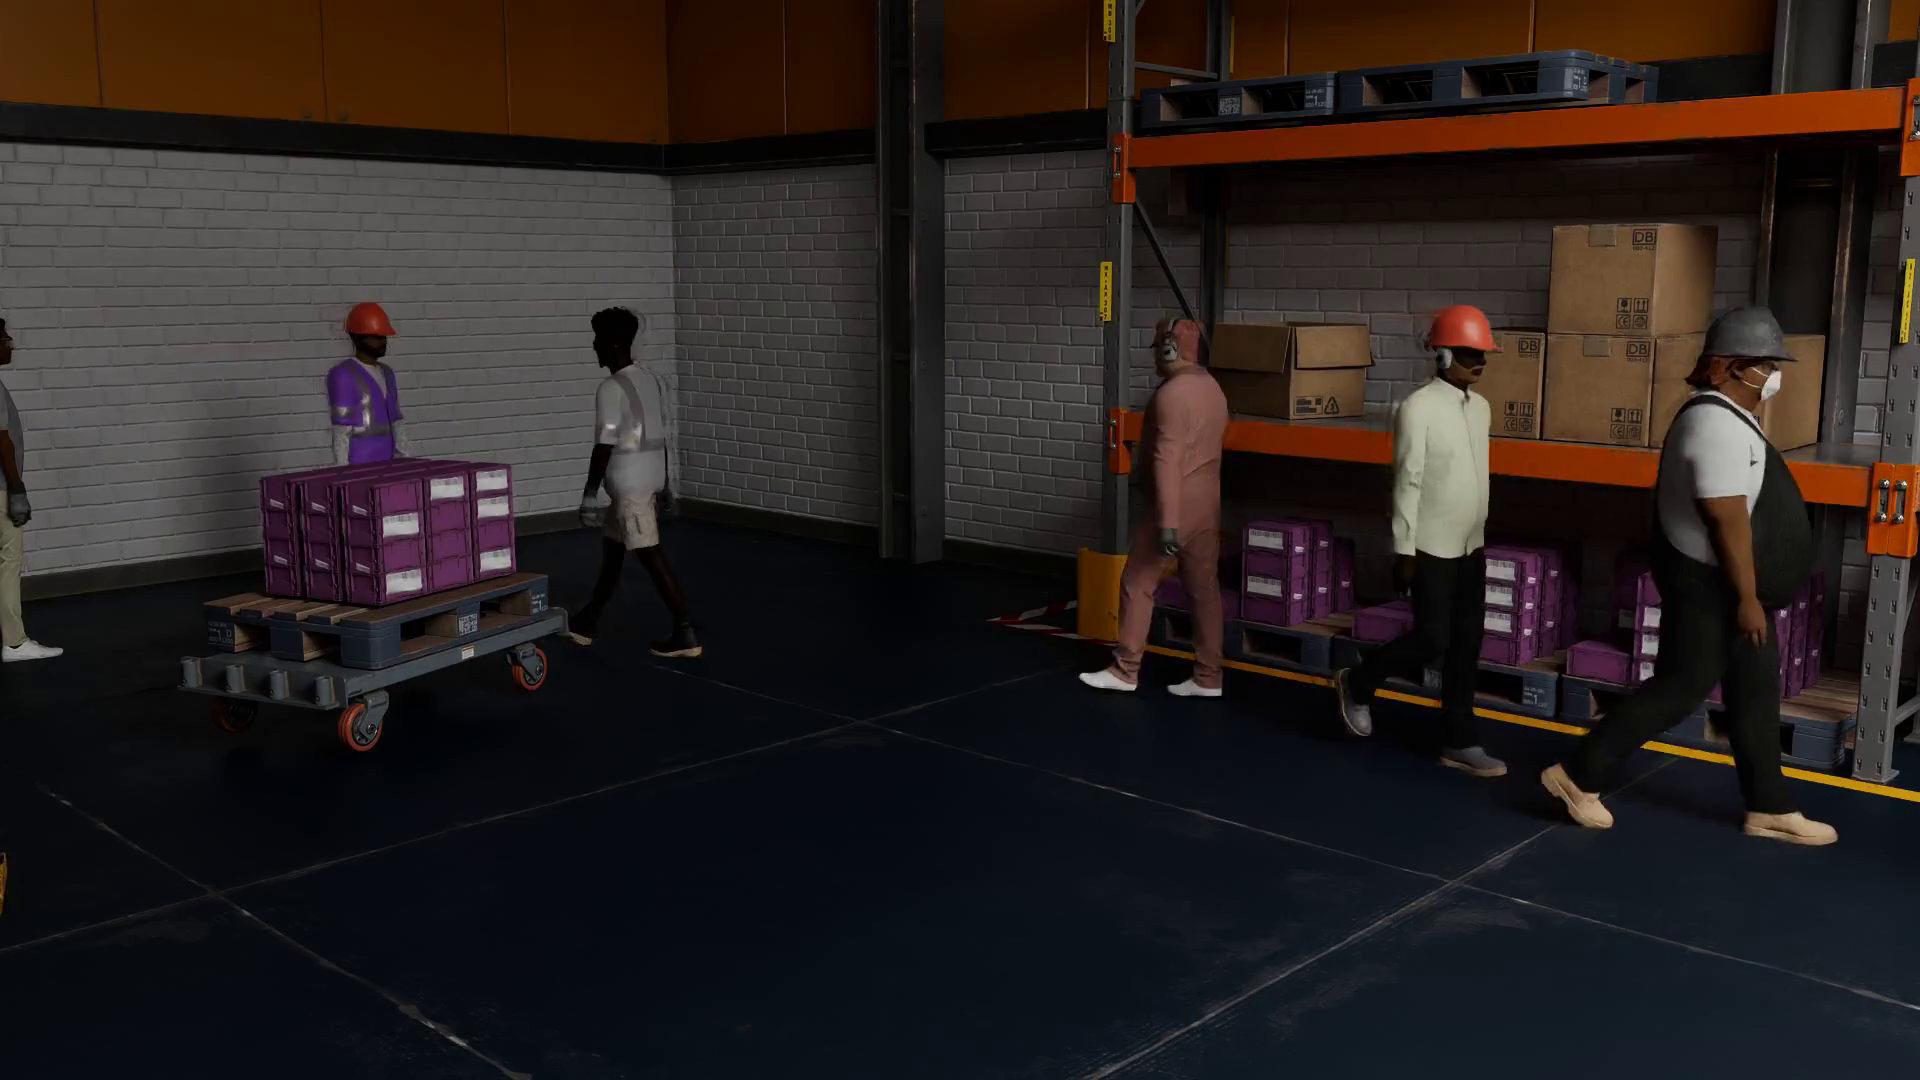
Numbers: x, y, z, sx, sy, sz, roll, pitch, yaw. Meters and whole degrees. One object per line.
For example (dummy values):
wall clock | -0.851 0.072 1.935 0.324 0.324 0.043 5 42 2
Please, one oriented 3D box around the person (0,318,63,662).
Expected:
person | -5.191 -0.277 9.019 0.512 1.877 0.328 8 12 39

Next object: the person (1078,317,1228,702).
person | 0.972 -0.149 8.211 0.825 1.876 0.684 6 11 33

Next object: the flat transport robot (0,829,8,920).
flat transport robot | -3.777 1.158 5.122 1.431 0.197 0.652 -5 10 -27

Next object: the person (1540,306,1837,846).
person | 2.727 0.110 6.140 0.974 2.000 0.681 5 10 27

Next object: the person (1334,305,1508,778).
person | 1.995 -0.006 7.045 0.632 1.976 0.716 -8 12 -41

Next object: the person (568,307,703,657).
person | -1.861 -0.312 9.120 1.018 1.907 0.645 2 9 10

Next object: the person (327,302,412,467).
person | -3.424 -0.438 9.863 0.476 1.926 0.591 1 9 8
